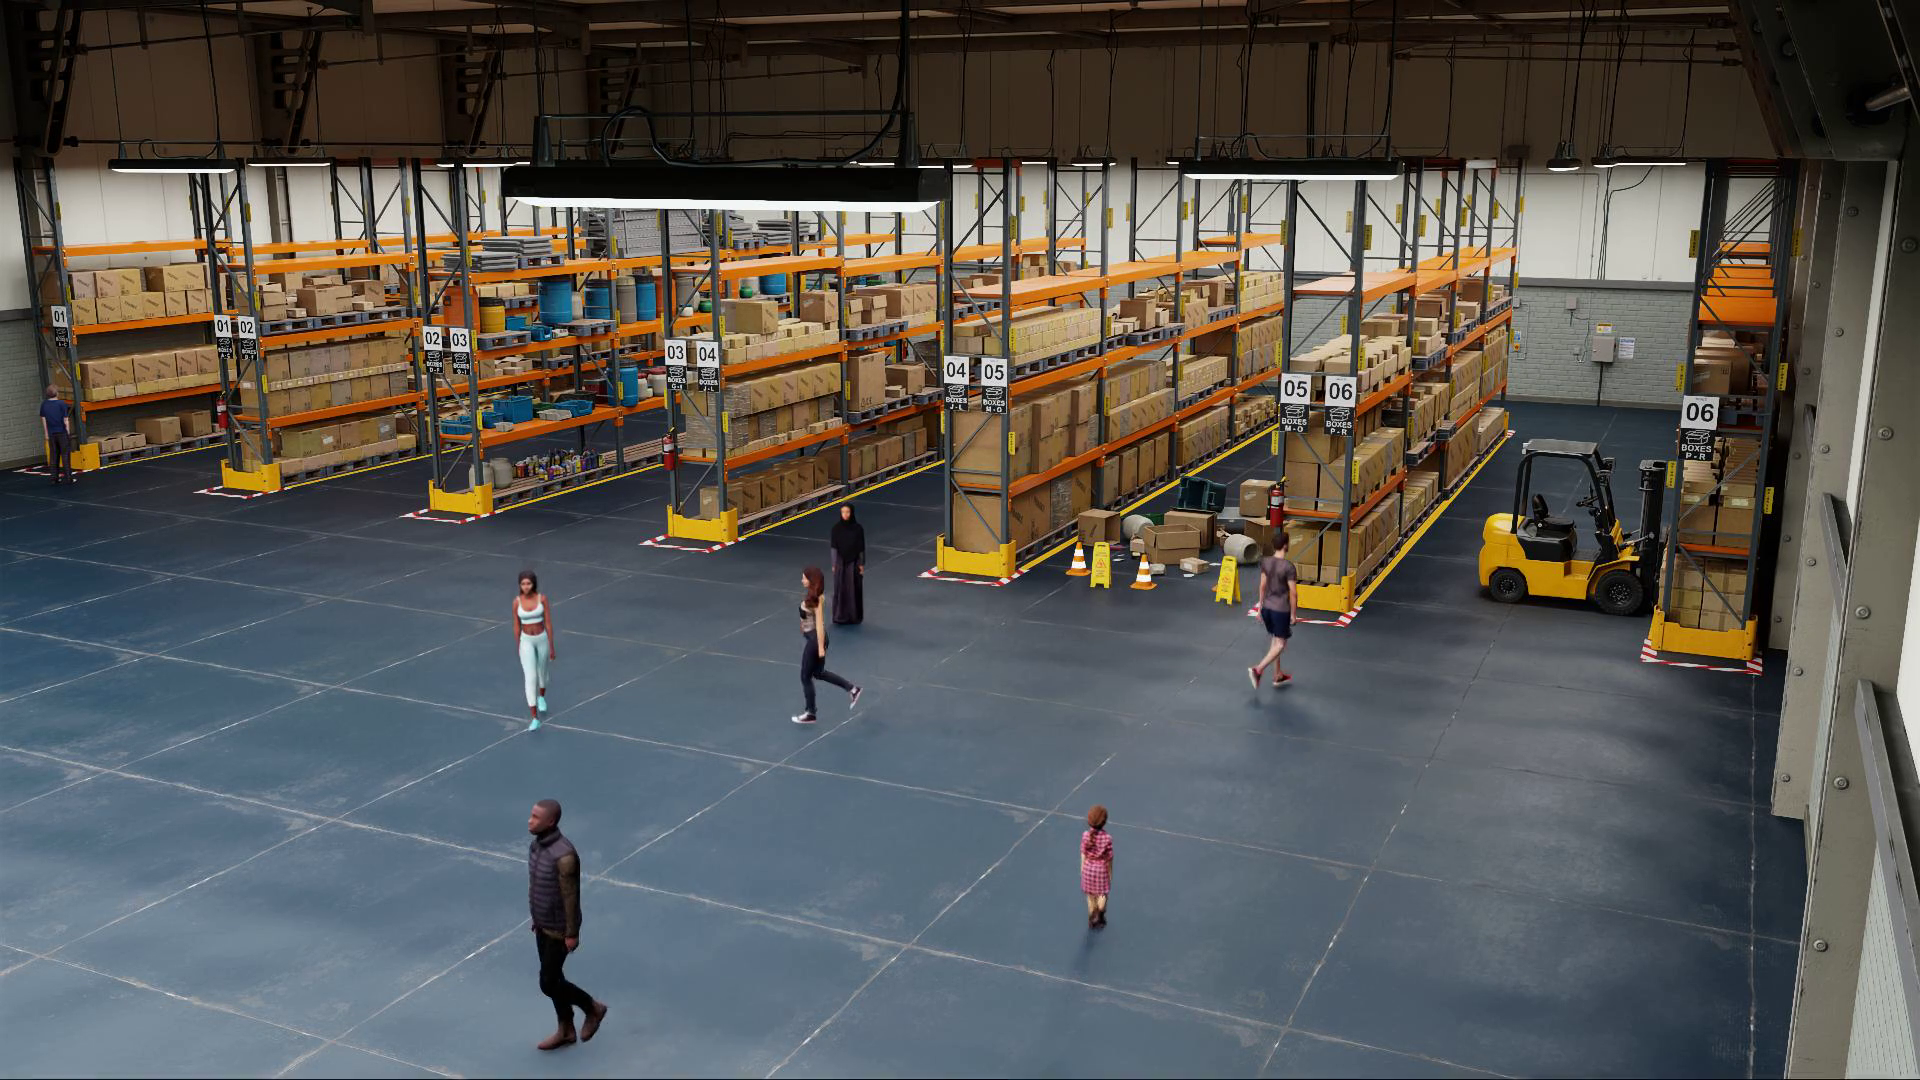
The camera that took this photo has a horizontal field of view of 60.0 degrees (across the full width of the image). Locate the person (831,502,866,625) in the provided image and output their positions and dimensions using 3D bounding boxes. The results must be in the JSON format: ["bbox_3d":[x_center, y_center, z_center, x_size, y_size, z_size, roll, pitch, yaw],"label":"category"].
[{"bbox_3d":[-1.461,0.291,21.928,0.698,1.616,0.717,0,13,2],"label":"person"}]

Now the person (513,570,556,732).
[{"bbox_3d":[-4.598,1.152,18.043,1.022,1.690,1.145,-3,13,-14],"label":"person"}]

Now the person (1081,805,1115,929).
[{"bbox_3d":[1.074,2.613,13.227,0.452,1.017,0.466,4,14,15],"label":"person"}]

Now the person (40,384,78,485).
[{"bbox_3d":[-16.915,-1.987,31.199,0.725,1.870,0.693,0,13,0],"label":"person"}]

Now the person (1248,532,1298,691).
[{"bbox_3d":[3.577,0.843,19.072,1.149,1.828,0.909,-11,17,-41],"label":"person"}]

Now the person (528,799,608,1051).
[{"bbox_3d":[-2.694,2.622,11.392,0.899,1.826,0.860,-10,16,-37],"label":"person"}]

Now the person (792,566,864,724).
[{"bbox_3d":[-1.459,1.137,17.984,0.987,1.746,1.041,-2,13,-7],"label":"person"}]
